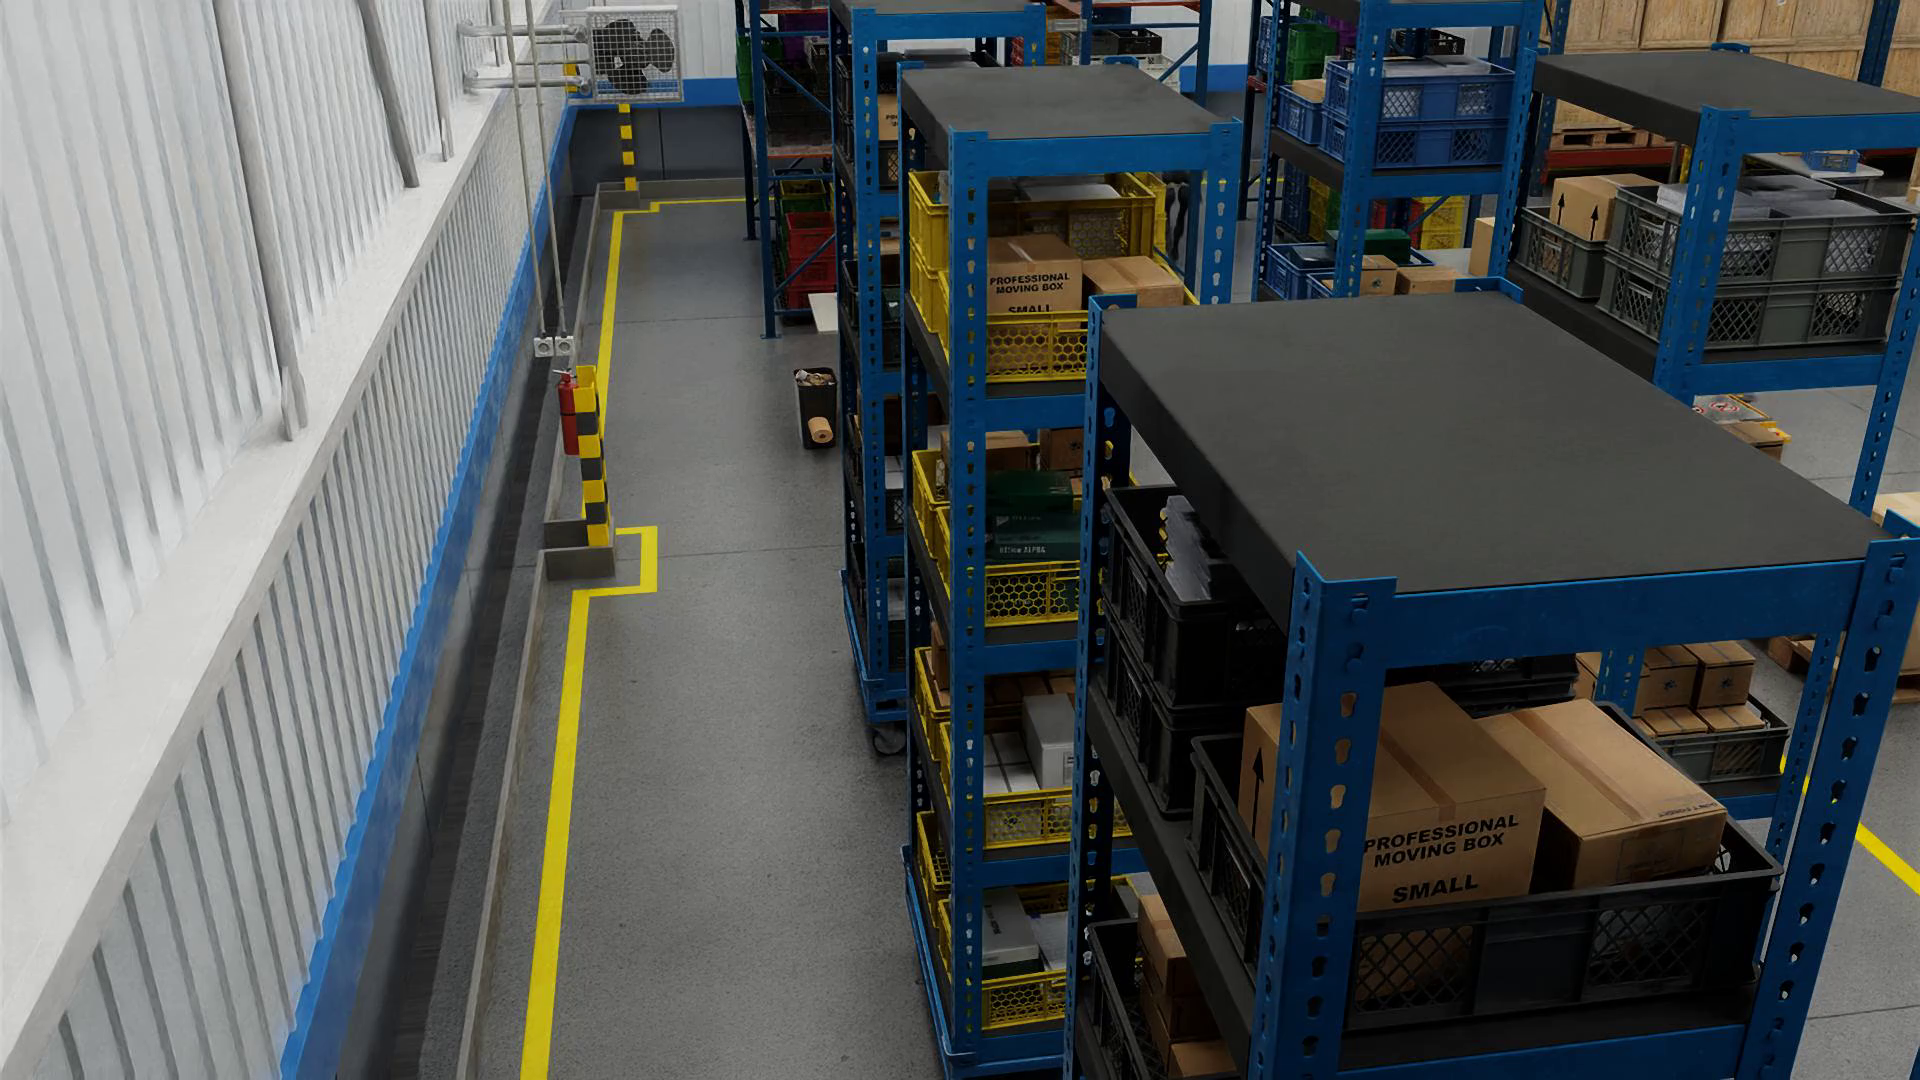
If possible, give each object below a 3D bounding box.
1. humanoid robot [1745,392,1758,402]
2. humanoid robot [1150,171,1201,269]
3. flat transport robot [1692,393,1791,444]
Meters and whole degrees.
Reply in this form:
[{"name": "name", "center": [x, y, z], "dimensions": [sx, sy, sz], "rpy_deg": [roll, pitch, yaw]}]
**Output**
[{"name": "humanoid robot", "center": [5.998, -1.820, 12.569], "dimensions": [0.595, 1.651, 0.380], "rpy_deg": [2, 25, 4]}, {"name": "humanoid robot", "center": [2.108, -3.471, 16.222], "dimensions": [0.563, 1.643, 0.701], "rpy_deg": [-1, 25, -2]}, {"name": "flat transport robot", "center": [5.224, -0.859, 12.132], "dimensions": [1.431, 0.197, 0.652], "rpy_deg": [-4, 25, -8]}]
